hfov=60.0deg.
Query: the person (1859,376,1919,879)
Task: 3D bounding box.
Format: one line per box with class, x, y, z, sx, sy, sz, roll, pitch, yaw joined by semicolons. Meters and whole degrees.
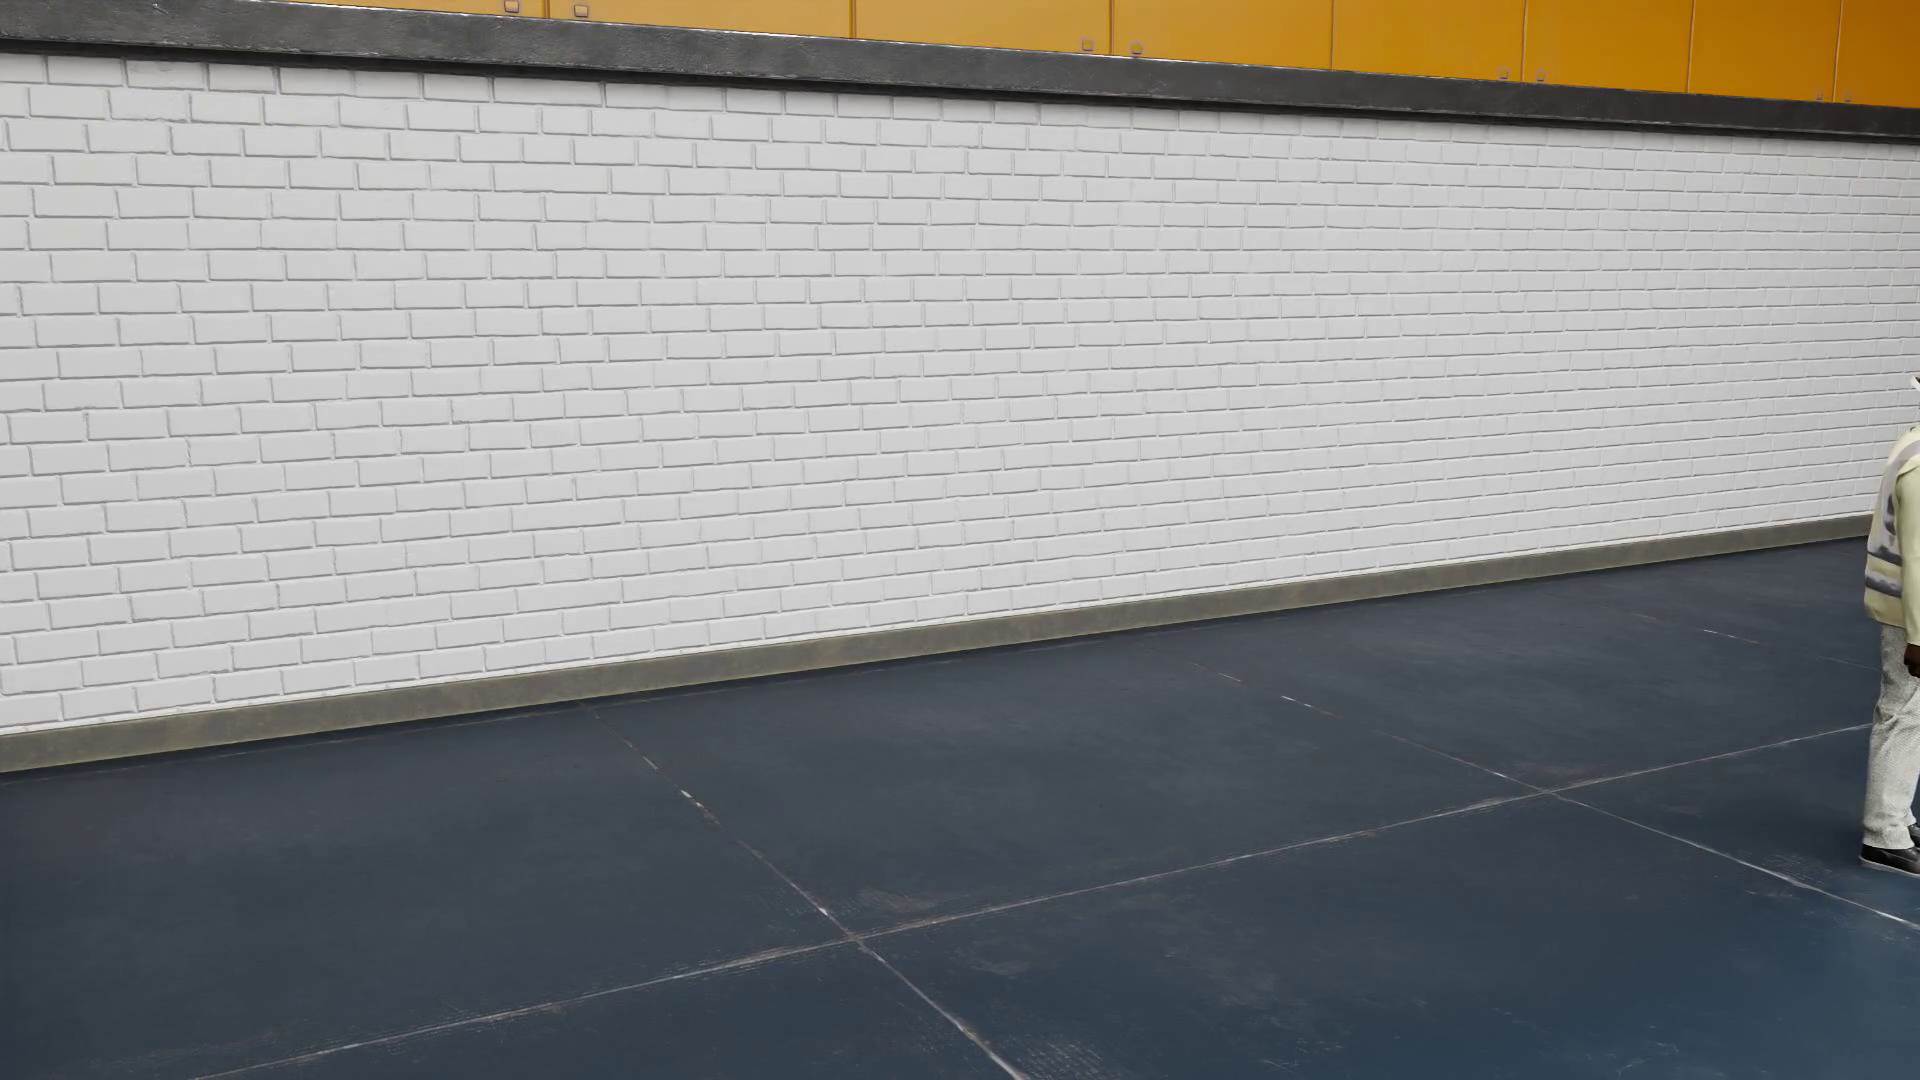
person;3.314;0.241;5.691;0.403;1.824;0.592;6;11;29
